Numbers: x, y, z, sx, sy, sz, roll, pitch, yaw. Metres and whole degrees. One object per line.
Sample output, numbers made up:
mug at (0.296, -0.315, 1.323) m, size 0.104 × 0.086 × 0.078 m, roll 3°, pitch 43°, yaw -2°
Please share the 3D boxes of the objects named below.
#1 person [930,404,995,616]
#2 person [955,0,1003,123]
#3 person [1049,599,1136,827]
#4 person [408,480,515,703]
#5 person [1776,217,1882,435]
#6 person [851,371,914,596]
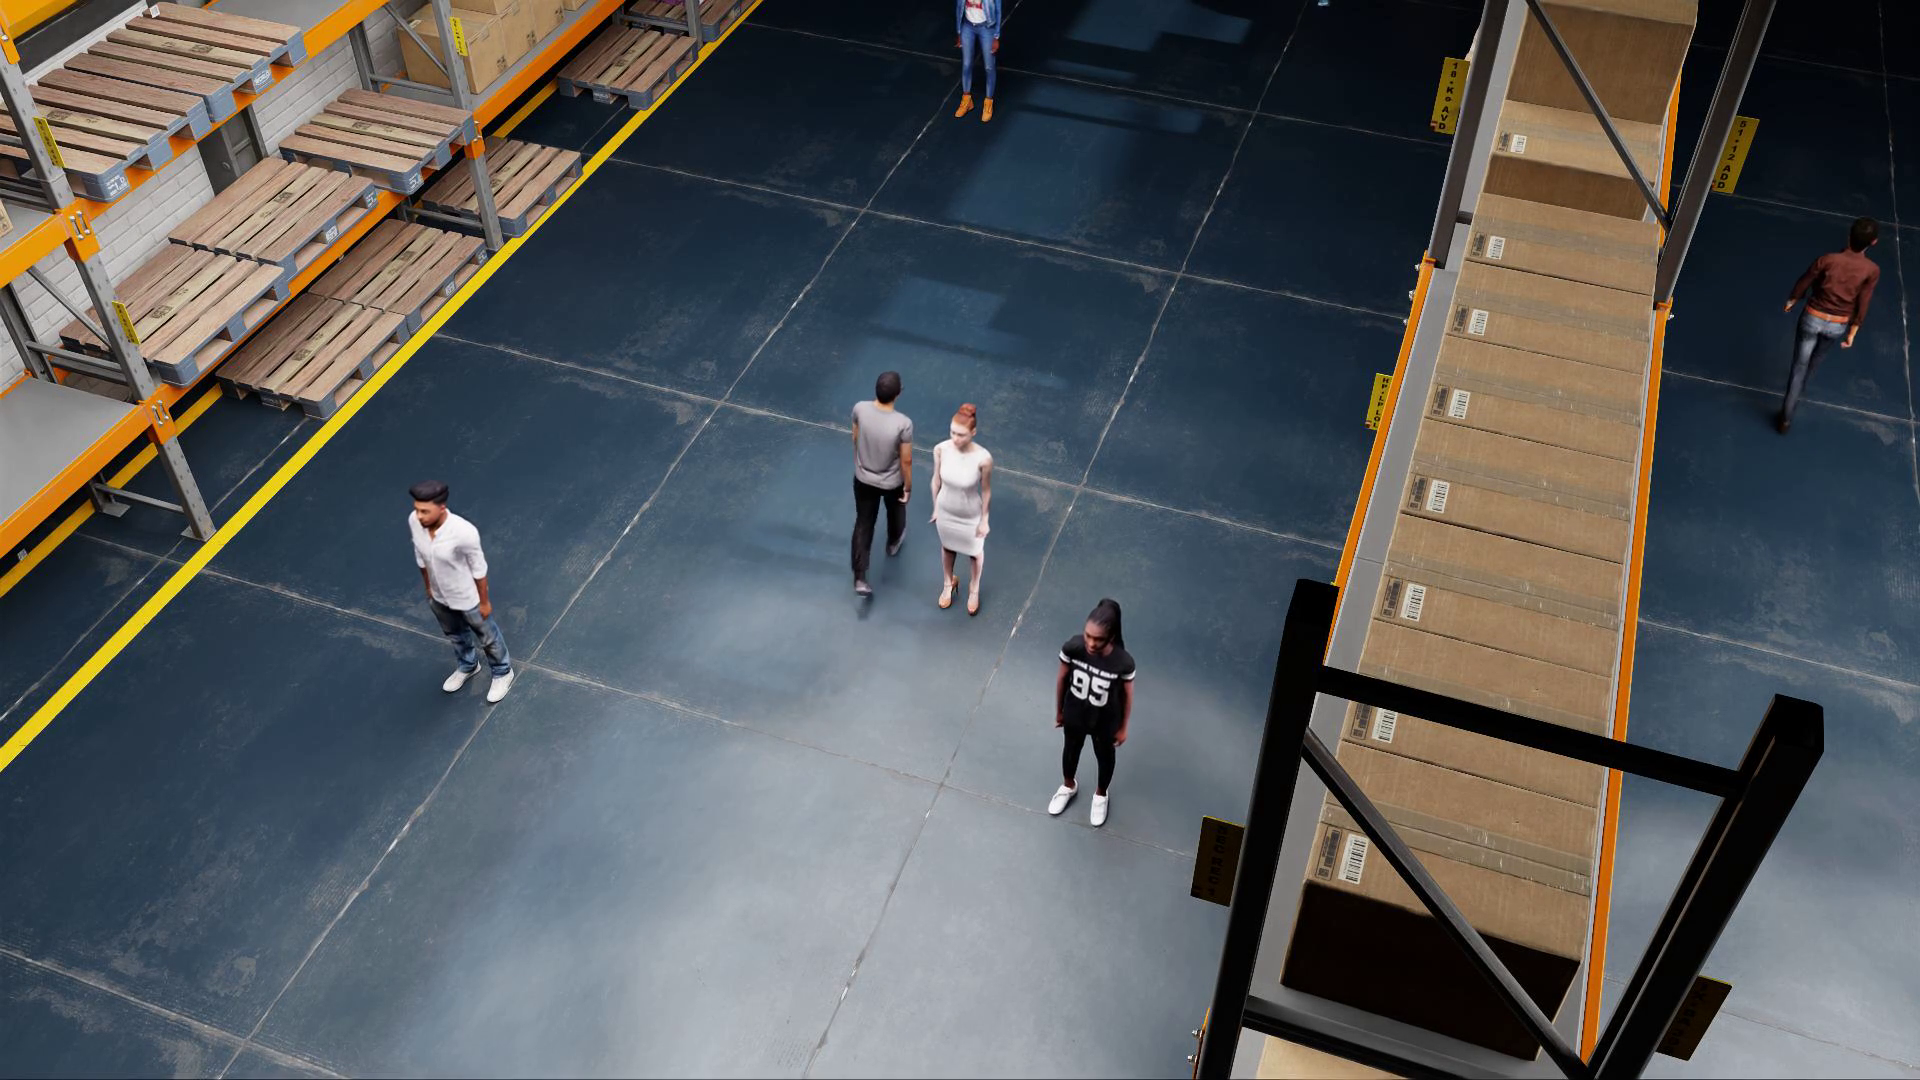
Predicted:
person at (0.020, -0.182, 11.044) m, size 0.562 × 1.791 × 0.481 m, roll 16°, pitch 46°, yaw 16°
person at (0.186, -4.882, 16.034) m, size 0.596 × 1.712 × 0.508 m, roll 16°, pitch 46°, yaw 16°
person at (0.786, 1.028, 9.818) m, size 0.603 × 1.728 × 0.546 m, roll 16°, pitch 46°, yaw 16°
person at (-3.175, 0.292, 10.528) m, size 0.629 × 1.815 × 0.566 m, roll 16°, pitch 46°, yaw 16°
person at (6.492, -1.561, 12.527) m, size 0.711 × 1.742 × 1.017 m, roll 10°, pitch 45°, yaw 10°
person at (-0.571, -0.371, 11.288) m, size 0.682 × 1.727 × 1.125 m, roll 8°, pitch 44°, yaw 9°
